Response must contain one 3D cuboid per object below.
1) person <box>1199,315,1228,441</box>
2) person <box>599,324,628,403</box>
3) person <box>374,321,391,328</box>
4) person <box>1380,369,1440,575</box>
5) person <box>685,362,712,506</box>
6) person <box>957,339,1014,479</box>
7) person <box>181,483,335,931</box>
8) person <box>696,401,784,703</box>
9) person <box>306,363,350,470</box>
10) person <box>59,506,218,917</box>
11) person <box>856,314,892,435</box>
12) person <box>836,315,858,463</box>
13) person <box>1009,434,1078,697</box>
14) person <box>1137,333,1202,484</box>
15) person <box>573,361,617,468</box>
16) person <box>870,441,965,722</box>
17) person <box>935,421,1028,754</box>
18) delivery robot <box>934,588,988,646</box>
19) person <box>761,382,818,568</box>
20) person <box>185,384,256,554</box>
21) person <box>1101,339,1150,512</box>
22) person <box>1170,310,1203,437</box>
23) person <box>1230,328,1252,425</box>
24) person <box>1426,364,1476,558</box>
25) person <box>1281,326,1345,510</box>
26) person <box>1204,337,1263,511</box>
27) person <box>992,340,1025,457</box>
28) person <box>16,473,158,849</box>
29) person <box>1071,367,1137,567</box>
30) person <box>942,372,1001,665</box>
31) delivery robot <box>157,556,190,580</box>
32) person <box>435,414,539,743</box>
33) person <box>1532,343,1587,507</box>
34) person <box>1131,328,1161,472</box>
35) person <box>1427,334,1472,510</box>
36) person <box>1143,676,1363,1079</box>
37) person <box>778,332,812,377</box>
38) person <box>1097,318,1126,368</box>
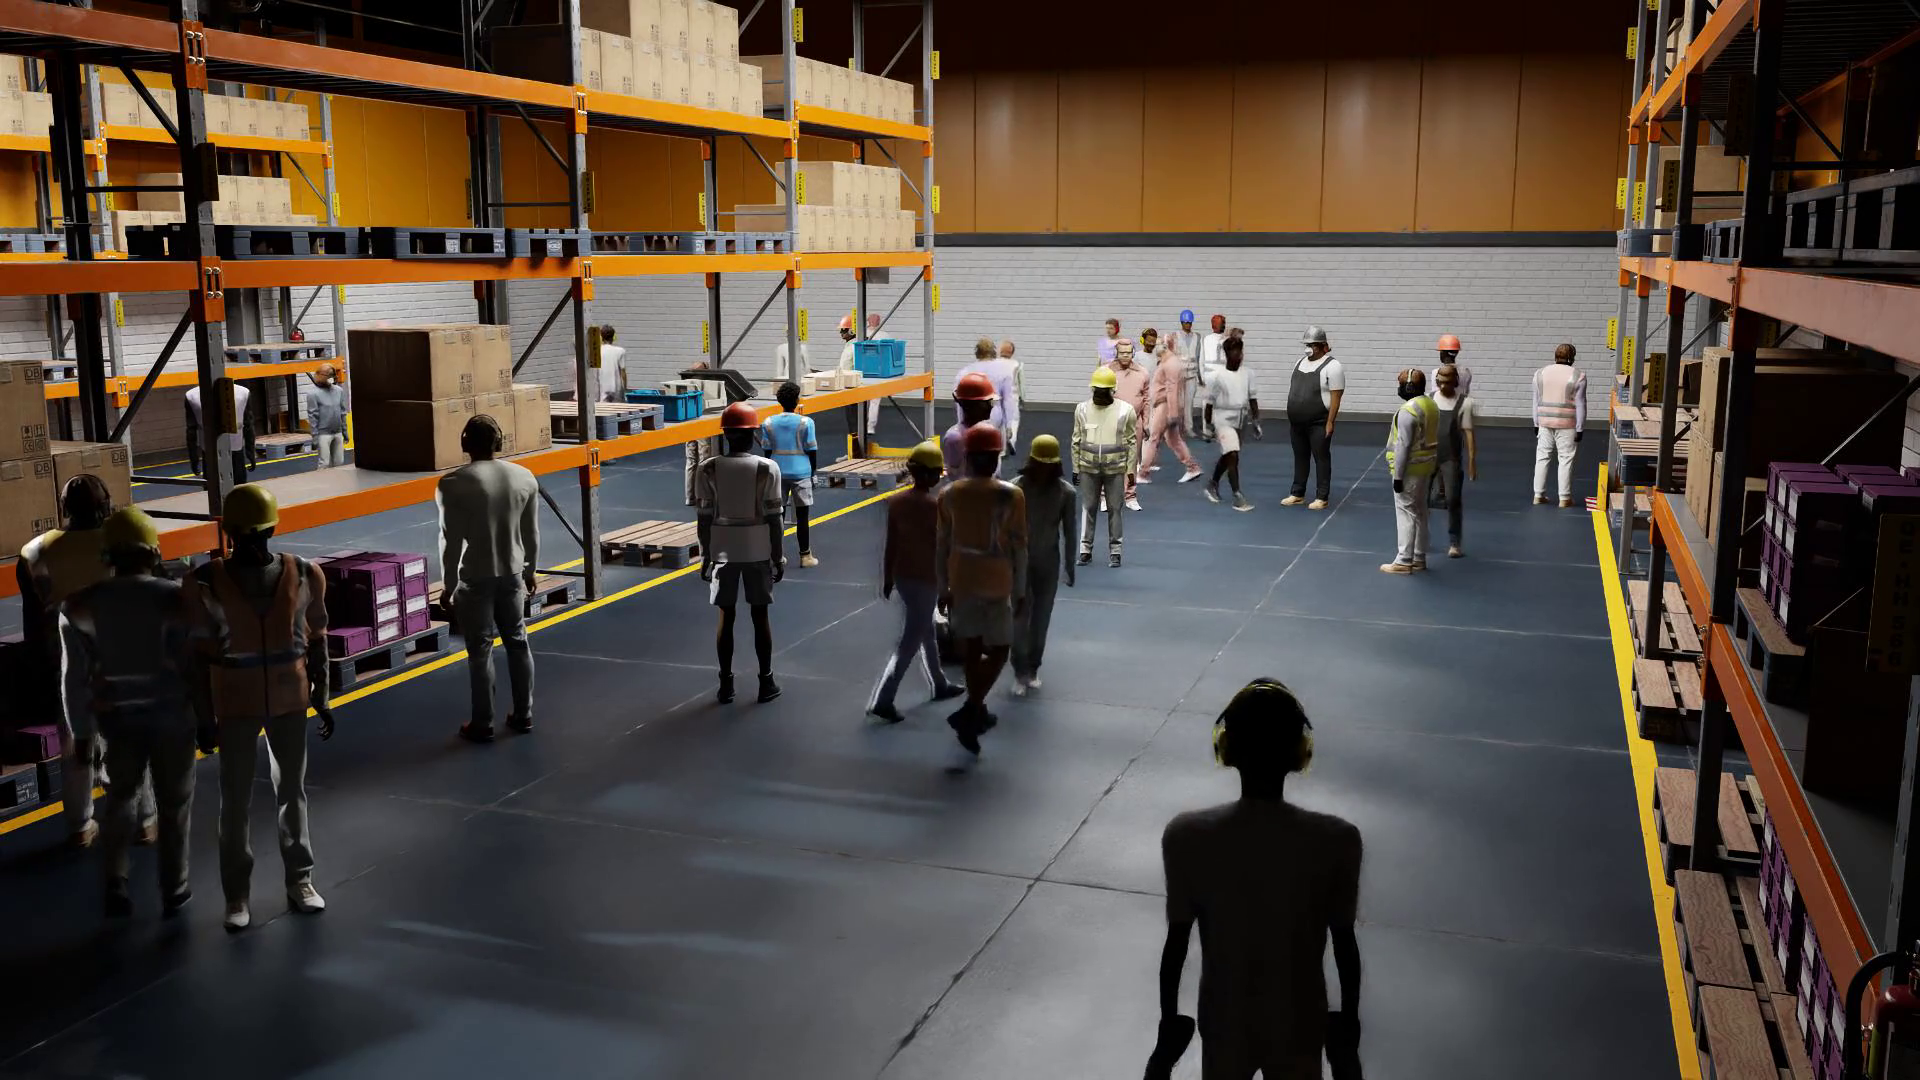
[{"bbox_3d":[3.834,-2.417,24.880,0.360,1.883,0.574,-8,13,-38],"label":"person"},{"bbox_3d":[-4.828,-2.045,22.912,0.516,1.848,0.607,-2,10,-9],"label":"person"},{"bbox_3d":[-7.185,-1.741,20.789,0.644,1.977,0.475,-2,10,-13],"label":"person"},{"bbox_3d":[4.017,-0.609,14.845,0.429,1.836,0.624,8,13,37],"label":"person"},{"bbox_3d":[-2.894,-1.172,18.568,0.515,1.635,0.311,8,13,36],"label":"person"},{"bbox_3d":[0.286,-1.307,18.654,0.642,1.871,1.069,1,10,6],"label":"person"},{"bbox_3d":[-3.011,0.702,7.195,0.589,1.923,0.383,-6,12,-32],"label":"person"},{"bbox_3d":[-1.401,0.082,10.655,0.551,1.933,0.369,0,10,-2],"label":"person"},{"bbox_3d":[-7.046,-1.169,18.580,0.298,1.623,0.503,5,11,26],"label":"person"},{"bbox_3d":[-3.505,0.760,7.159,0.606,1.816,0.431,-3,10,-14],"label":"person"},{"bbox_3d":[-1.355,-2.569,25.820,0.661,1.845,0.946,1,10,5],"label":"person"},{"bbox_3d":[-1.444,-1.983,22.112,0.379,1.996,0.611,-3,11,-17],"label":"person"},{"bbox_3d":[0.513,0.162,10.808,0.511,1.711,0.678,-1,10,-5],"label":"person"},{"bbox_3d":[2.528,-1.603,20.365,0.855,1.885,0.666,1,10,6],"label":"person"},{"bbox_3d":[-4.853,-1.827,21.956,0.551,1.727,0.749,8,13,38],"label":"person"},{"bbox_3d":[-0.275,0.244,10.370,0.527,1.715,0.931,10,14,44],"label":"person"},{"bbox_3d":[0.092,0.268,9.698,0.566,1.909,0.806,5,11,24],"label":"person"},{"bbox_3d":[0.038,0.494,11.955,0.477,0.478,0.707,-2,10,-12],"label":"delivery robot"},{"bbox_3d":[-1.531,-0.584,15.074,0.535,1.699,0.318,3,10,15],"label":"person"},{"bbox_3d":[-7.021,-0.821,15.828,0.595,1.910,0.402,-4,11,-23],"label":"person"},{"bbox_3d":[1.788,-1.255,18.274,0.651,1.904,0.403,-2,10,-10],"label":"person"},{"bbox_3d":[3.415,-2.524,25.289,0.604,1.949,0.398,-2,10,-14],"label":"person"},{"bbox_3d":[4.425,-2.629,26.865,0.803,1.589,0.518,9,14,42],"label":"person"},{"bbox_3d":[4.546,-0.768,15.793,0.761,1.817,0.535,8,13,37],"label":"person"},{"bbox_3d":[3.890,-1.362,18.490,0.538,2.000,0.683,-8,13,-37],"label":"person"},{"bbox_3d":[3.015,-1.322,18.625,0.605,1.925,1.005,-5,11,-28],"label":"person"},{"bbox_3d":[0.633,-1.926,22.847,0.517,1.626,0.430,1,10,6],"label":"person"},{"bbox_3d":[-4.183,0.591,8.087,0.630,1.837,0.429,-2,10,-10],"label":"person"},{"bbox_3d":[1.302,-0.661,15.137,0.600,1.827,0.403,3,10,14],"label":"person"},{"bbox_3d":[0.100,-0.156,11.685,0.378,2.045,0.605,4,11,19],"label":"person"},{"bbox_3d":[-6.688,0.135,13.979,0.477,0.478,0.707,-6,12,-28],"label":"delivery robot"},{"bbox_3d":[-2.782,0.225,9.838,0.637,1.938,0.355,-9,14,-42],"label":"person"},{"bbox_3d":[6.720,-1.283,18.645,0.615,1.836,0.428,9,14,42],"label":"person"},{"bbox_3d":[2.422,-1.810,21.516,0.518,1.863,0.329,-8,13,-37],"label":"person"},{"bbox_3d":[5.399,-1.308,18.477,0.548,1.937,0.379,-6,12,-29],"label":"person"},{"bbox_3d":[0.750,1.273,4.231,0.563,1.877,0.477,2,10,13],"label":"person"},{"bbox_3d":[-2.546,-2.452,25.484,0.576,1.750,0.570,5,11,24],"label":"person"},{"bbox_3d":[2.357,-2.454,25.254,0.564,1.829,0.601,7,12,36],"label":"person"}]
